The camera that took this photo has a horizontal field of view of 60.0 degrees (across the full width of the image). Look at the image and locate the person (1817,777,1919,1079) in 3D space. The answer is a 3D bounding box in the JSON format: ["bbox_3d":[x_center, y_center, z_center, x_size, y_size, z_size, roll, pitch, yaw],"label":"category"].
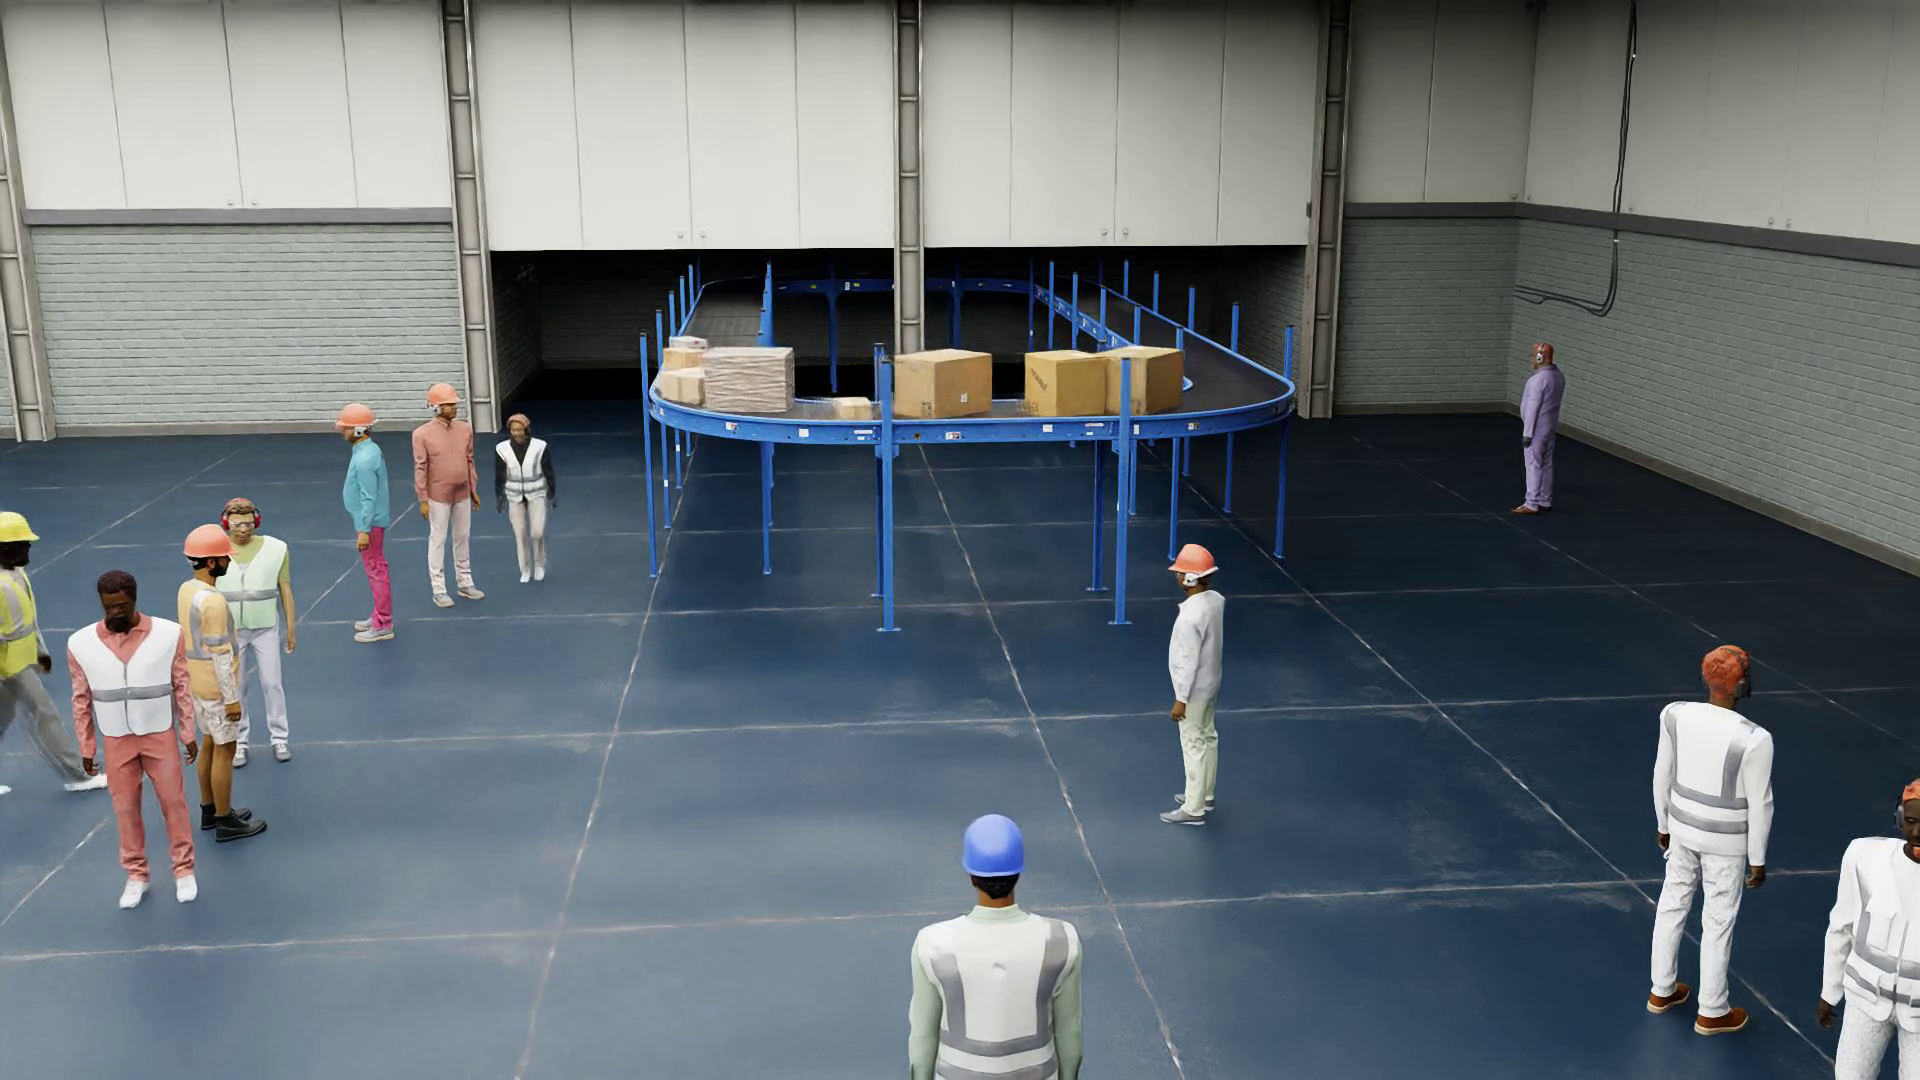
[{"bbox_3d":[3.573,1.788,6.325,0.572,1.882,0.356,12,18,40],"label":"person"}]

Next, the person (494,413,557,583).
[{"bbox_3d":[-4.057,-0.378,15.507,0.546,1.620,0.414,-1,14,-4],"label":"person"}]

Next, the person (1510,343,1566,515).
[{"bbox_3d":[6.383,-1.230,18.372,0.403,1.899,0.644,13,19,42],"label":"person"}]

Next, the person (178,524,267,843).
[{"bbox_3d":[-4.442,0.854,9.979,0.384,1.930,0.540,-11,18,-36],"label":"person"}]

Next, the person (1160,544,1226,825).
[{"bbox_3d":[1.425,0.880,10.214,0.331,1.753,0.561,7,16,26],"label":"person"}]

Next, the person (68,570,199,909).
[{"bbox_3d":[-4.511,1.073,9.135,0.598,1.910,0.402,-5,15,-19],"label":"person"}]

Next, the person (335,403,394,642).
[{"bbox_3d":[-4.938,-0.154,13.858,0.376,1.997,0.612,-4,15,-17],"label":"person"}]

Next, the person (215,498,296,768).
[{"bbox_3d":[-4.762,0.603,11.162,0.572,1.833,0.396,-5,15,-21],"label":"person"}]

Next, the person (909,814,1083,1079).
[{"bbox_3d":[0.124,1.890,5.814,0.604,1.938,0.426,-1,14,-5],"label":"person"}]

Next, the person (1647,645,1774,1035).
[{"bbox_3d":[3.540,1.406,7.849,0.355,1.885,0.574,-9,17,-33],"label":"person"}]

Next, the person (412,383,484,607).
[{"bbox_3d":[-4.577,-0.411,14.886,0.370,1.996,0.622,11,18,37],"label":"person"}]

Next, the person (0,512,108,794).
[{"bbox_3d":[-5.980,0.738,10.551,1.000,1.875,0.614,-5,15,-18],"label":"person"}]
